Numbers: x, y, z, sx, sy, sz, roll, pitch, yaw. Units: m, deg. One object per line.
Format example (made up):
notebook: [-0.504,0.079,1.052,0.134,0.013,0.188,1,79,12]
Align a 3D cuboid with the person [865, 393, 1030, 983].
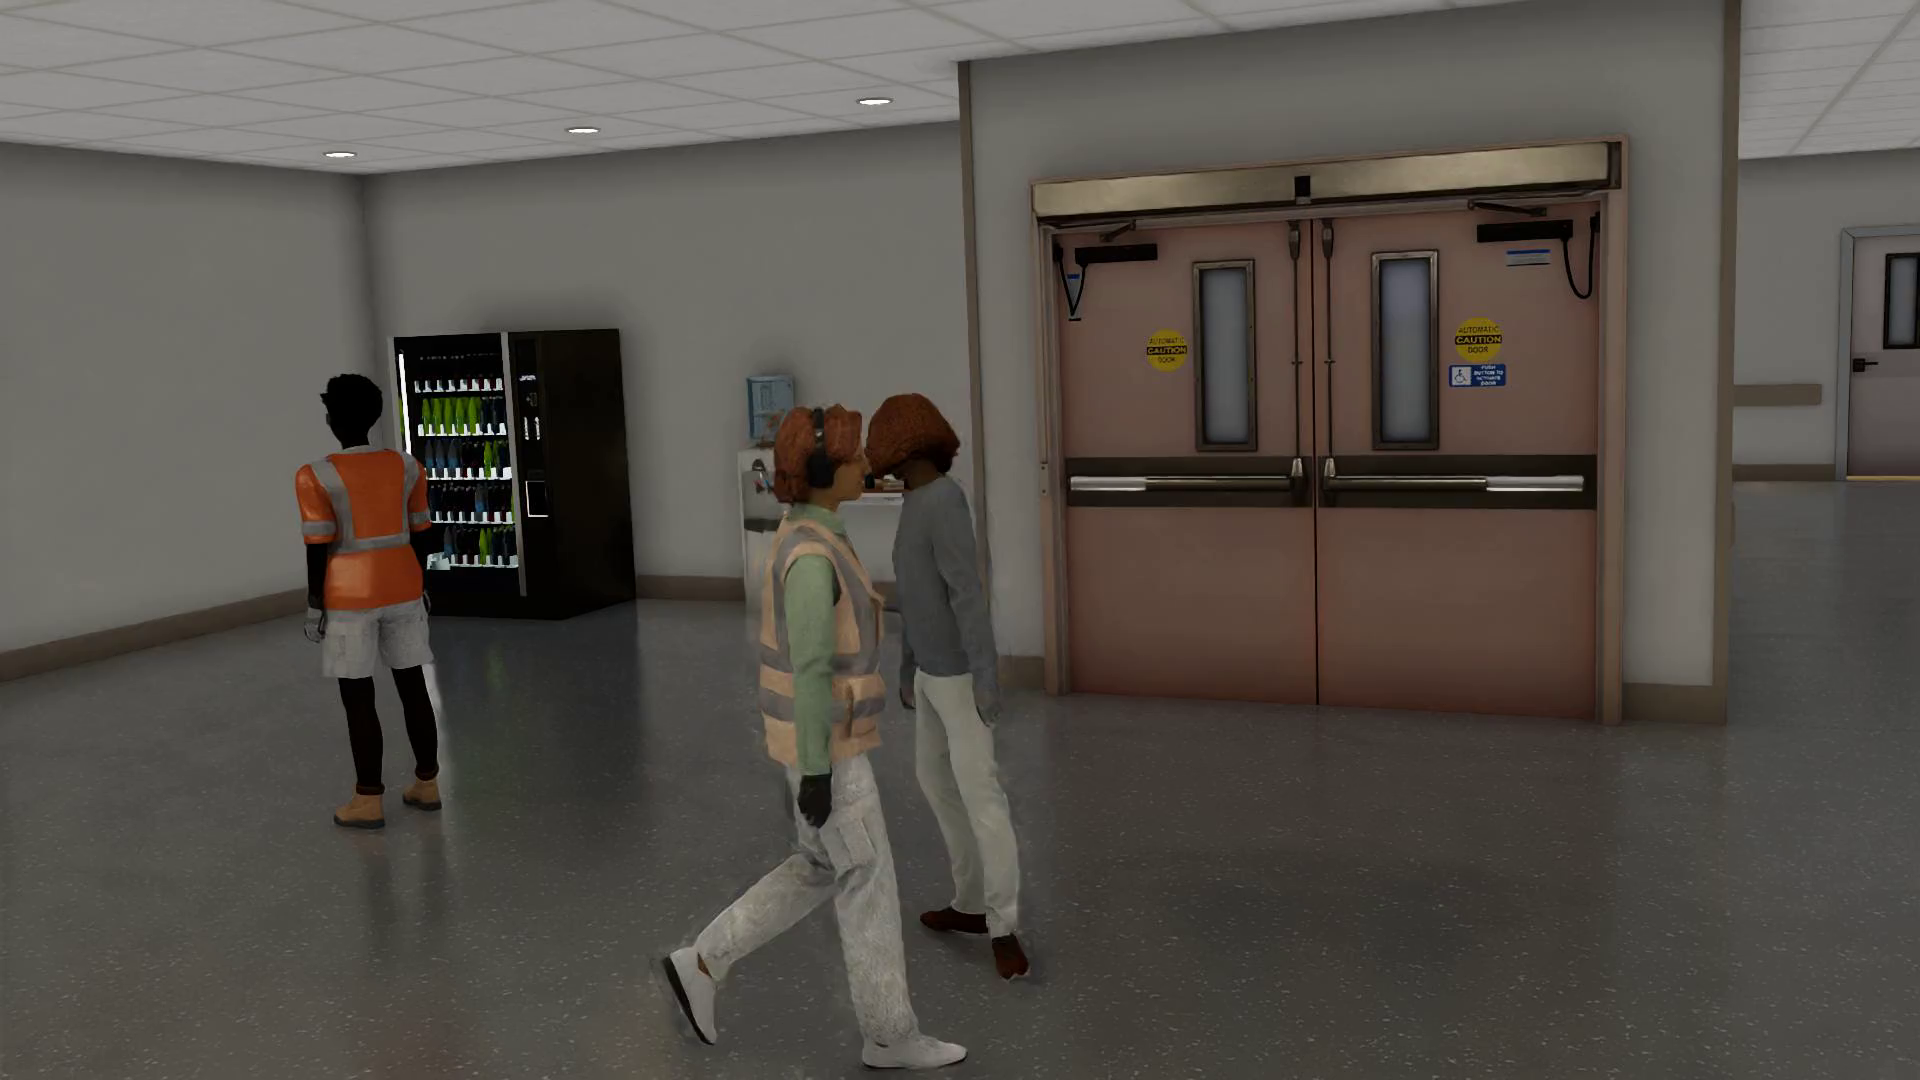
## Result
person: [-0.038,0.395,4.643,0.348,1.598,0.650,-4,8,-15]

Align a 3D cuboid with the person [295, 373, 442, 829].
person: [-2.215,0.225,6.244,0.317,1.695,0.540,4,9,38]

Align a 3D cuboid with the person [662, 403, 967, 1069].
person: [-0.377,0.487,3.956,0.659,1.620,0.515,-3,7,-6]
